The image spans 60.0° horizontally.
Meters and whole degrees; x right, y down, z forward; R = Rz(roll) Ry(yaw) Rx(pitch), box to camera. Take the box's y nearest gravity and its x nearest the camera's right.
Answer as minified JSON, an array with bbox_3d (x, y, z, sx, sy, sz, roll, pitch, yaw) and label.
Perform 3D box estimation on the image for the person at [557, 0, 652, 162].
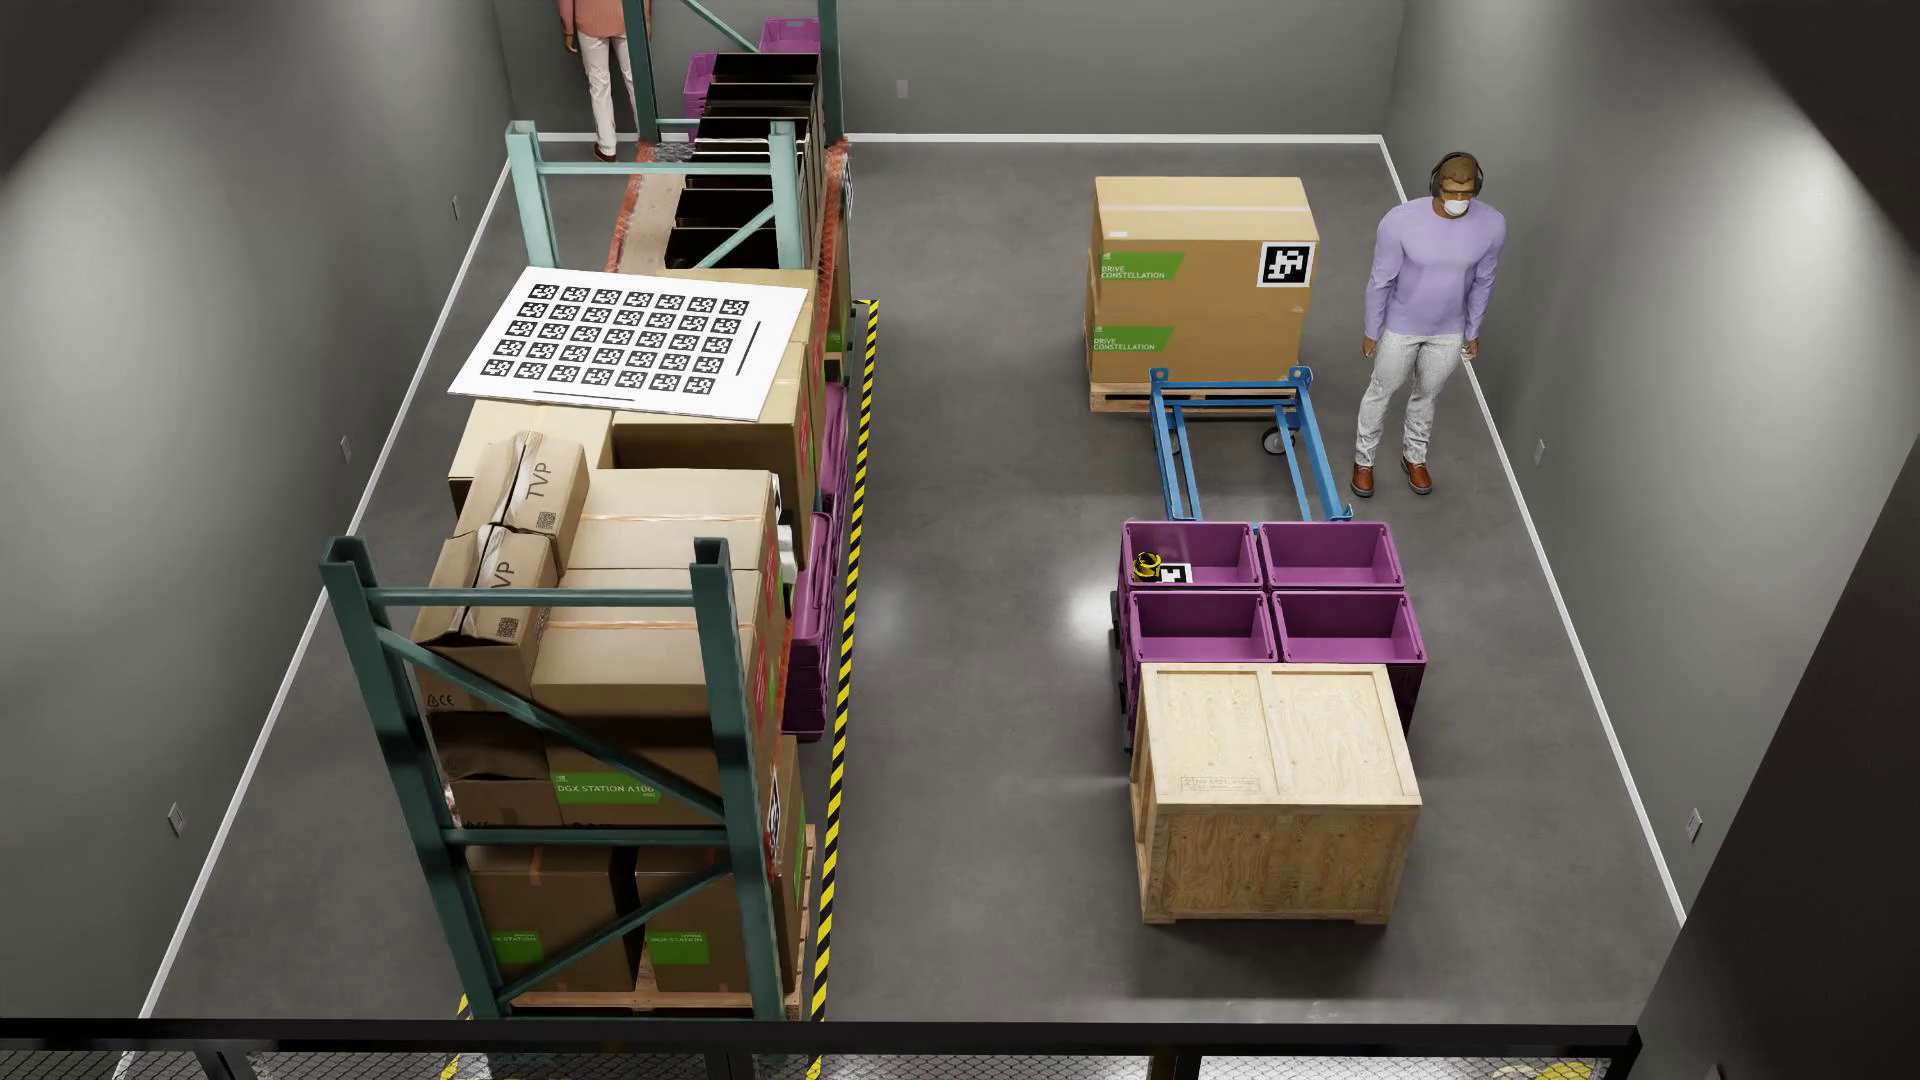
[{"bbox_3d":[-2.337,-3.431,10.983,0.623,1.993,0.385,-16,44,-18],"label":"person"}]

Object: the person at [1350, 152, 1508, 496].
[{"bbox_3d":[2.320,-1.063,8.326,0.631,1.940,0.372,-2,41,-2],"label":"person"}]

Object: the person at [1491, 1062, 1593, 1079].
[{"bbox_3d":[1.601,2.070,4.832,0.404,1.833,0.588,5,41,5],"label":"person"}]
